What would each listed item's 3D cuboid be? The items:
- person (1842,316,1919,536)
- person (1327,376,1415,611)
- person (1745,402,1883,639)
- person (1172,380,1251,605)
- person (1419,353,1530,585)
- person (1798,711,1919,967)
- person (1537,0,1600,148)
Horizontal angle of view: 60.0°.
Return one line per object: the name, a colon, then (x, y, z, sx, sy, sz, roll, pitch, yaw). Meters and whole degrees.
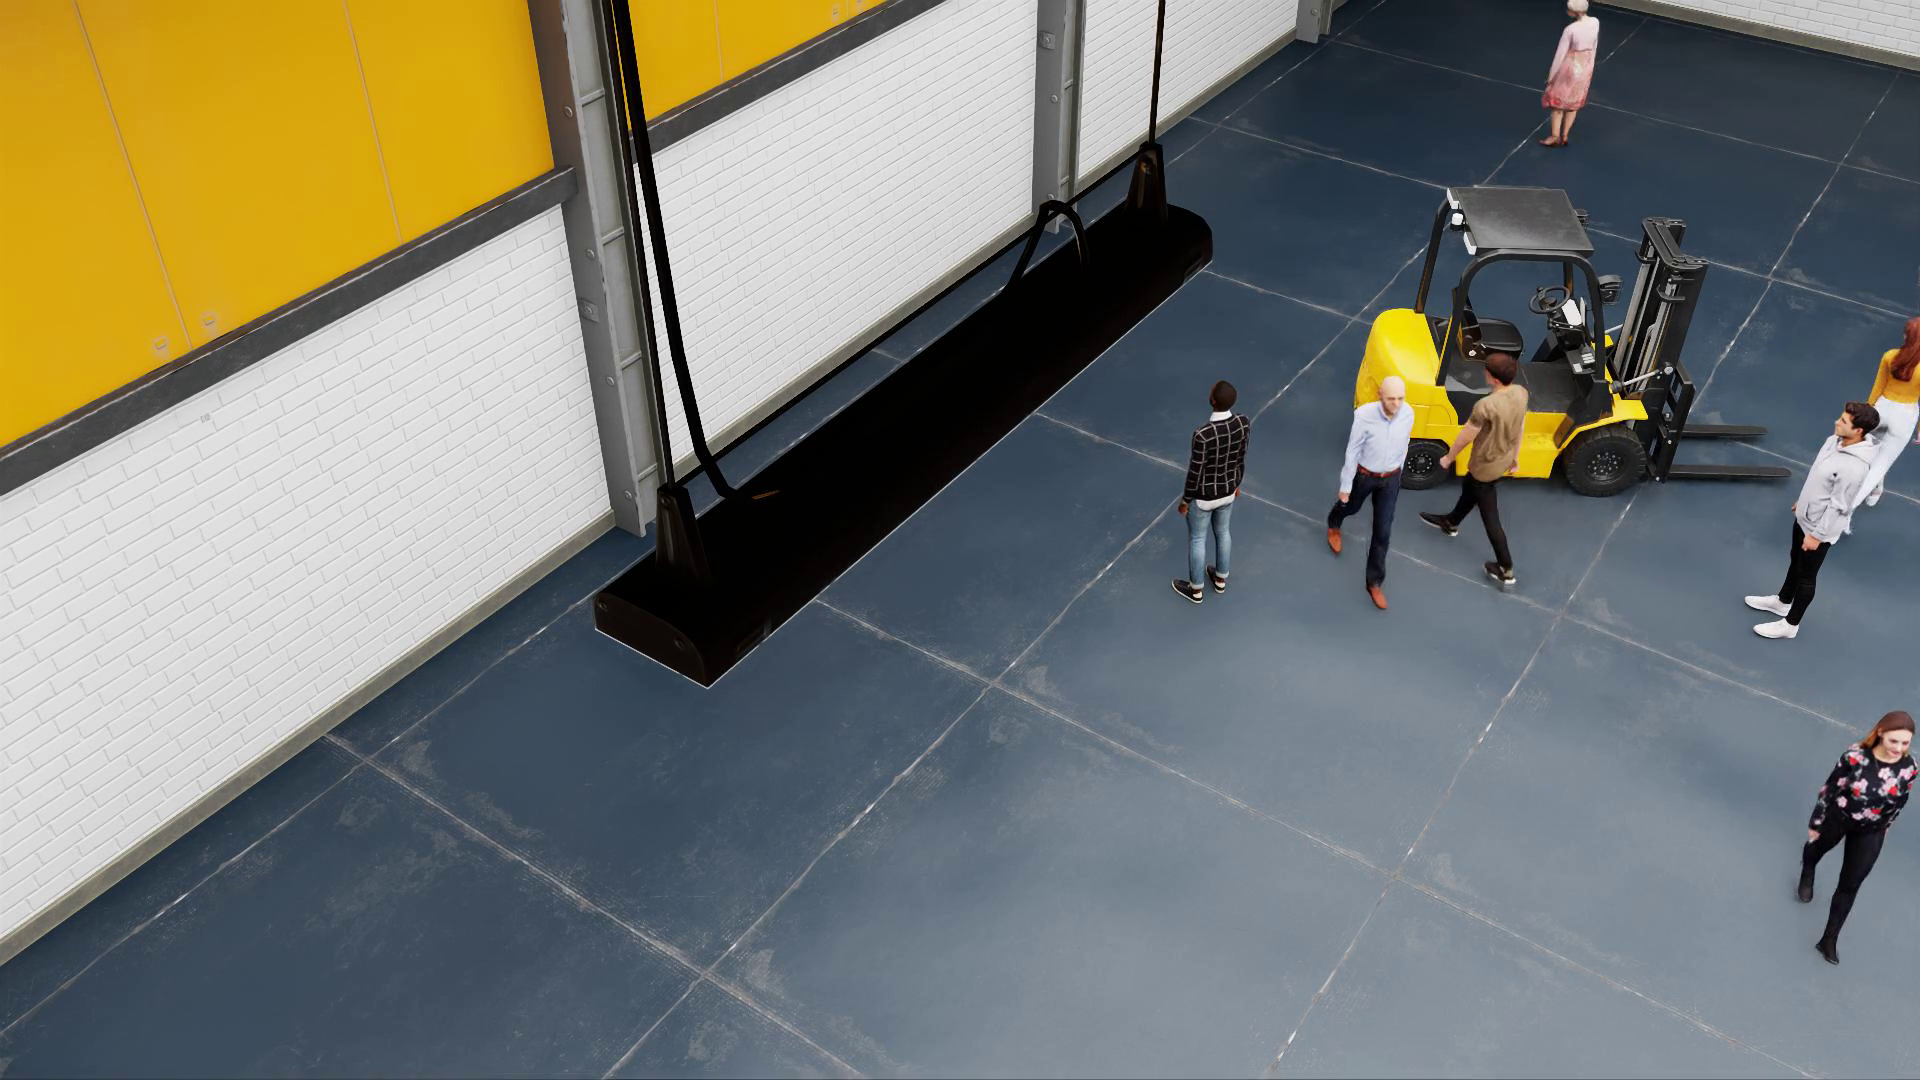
person: (7.004, -0.852, 12.586, 1.212, 1.713, 0.761, -29, 47, -31)
person: (2.965, -0.479, 12.082, 1.198, 1.760, 1.281, -5, 39, -6)
person: (5.970, -0.149, 11.532, 0.831, 1.931, 0.704, 6, 39, 7)
person: (1.805, -0.344, 11.864, 0.655, 1.820, 0.808, -19, 42, -22)
person: (3.886, -0.488, 12.059, 1.212, 1.803, 0.936, -24, 45, -27)
person: (5.144, 1.568, 9.611, 0.780, 1.645, 1.090, 13, 40, 15)
person: (6.622, -5.033, 17.857, 0.723, 1.668, 0.790, 2, 39, 2)
